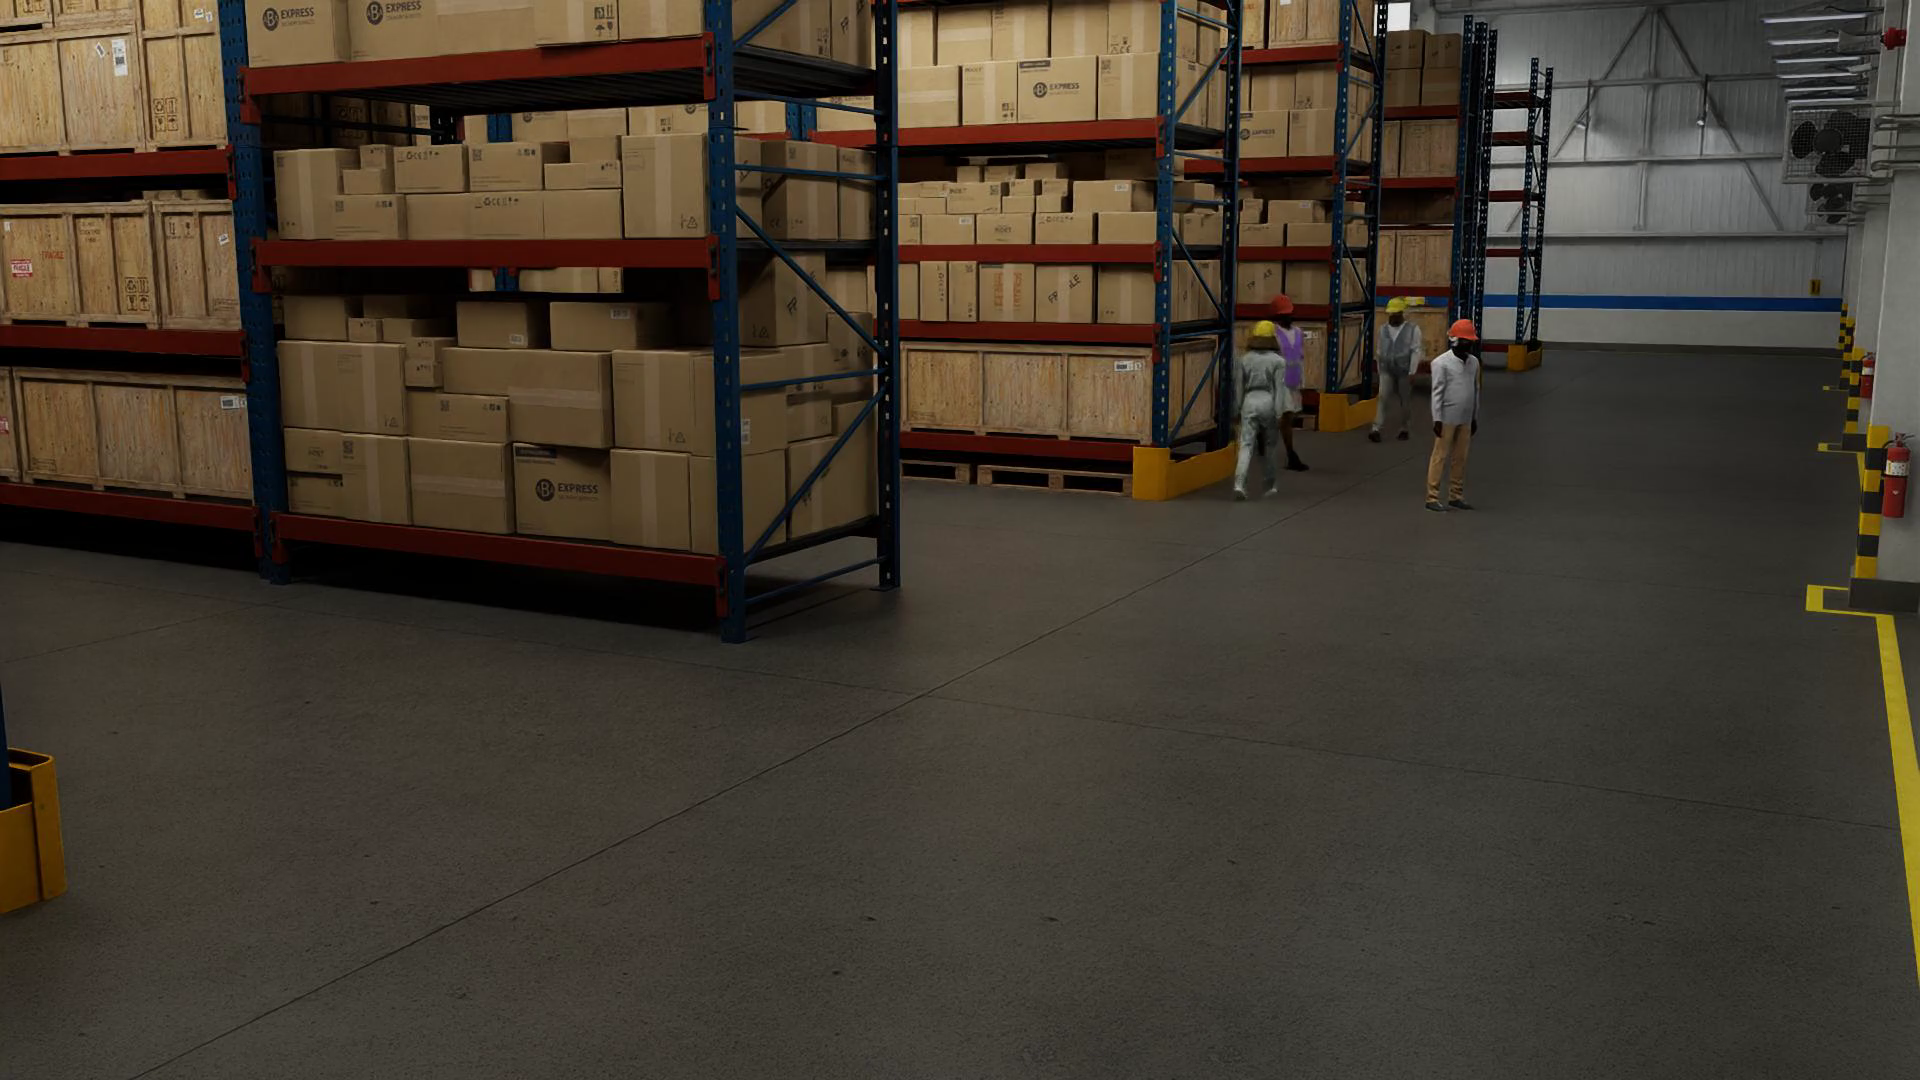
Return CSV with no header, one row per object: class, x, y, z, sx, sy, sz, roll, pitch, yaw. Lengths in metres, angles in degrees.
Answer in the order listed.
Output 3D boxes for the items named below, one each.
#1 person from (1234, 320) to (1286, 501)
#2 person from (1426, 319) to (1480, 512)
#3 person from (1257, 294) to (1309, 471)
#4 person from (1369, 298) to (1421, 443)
person,2.829,-1.233,15.772,0.495,1.708,0.846,5,11,27
person,4.490,-1.120,15.025,0.570,1.742,0.350,-5,11,-29
person,3.475,-1.713,18.021,0.576,1.898,0.801,-6,12,-33
person,5.361,-2.076,20.478,0.588,1.771,0.973,6,11,31
